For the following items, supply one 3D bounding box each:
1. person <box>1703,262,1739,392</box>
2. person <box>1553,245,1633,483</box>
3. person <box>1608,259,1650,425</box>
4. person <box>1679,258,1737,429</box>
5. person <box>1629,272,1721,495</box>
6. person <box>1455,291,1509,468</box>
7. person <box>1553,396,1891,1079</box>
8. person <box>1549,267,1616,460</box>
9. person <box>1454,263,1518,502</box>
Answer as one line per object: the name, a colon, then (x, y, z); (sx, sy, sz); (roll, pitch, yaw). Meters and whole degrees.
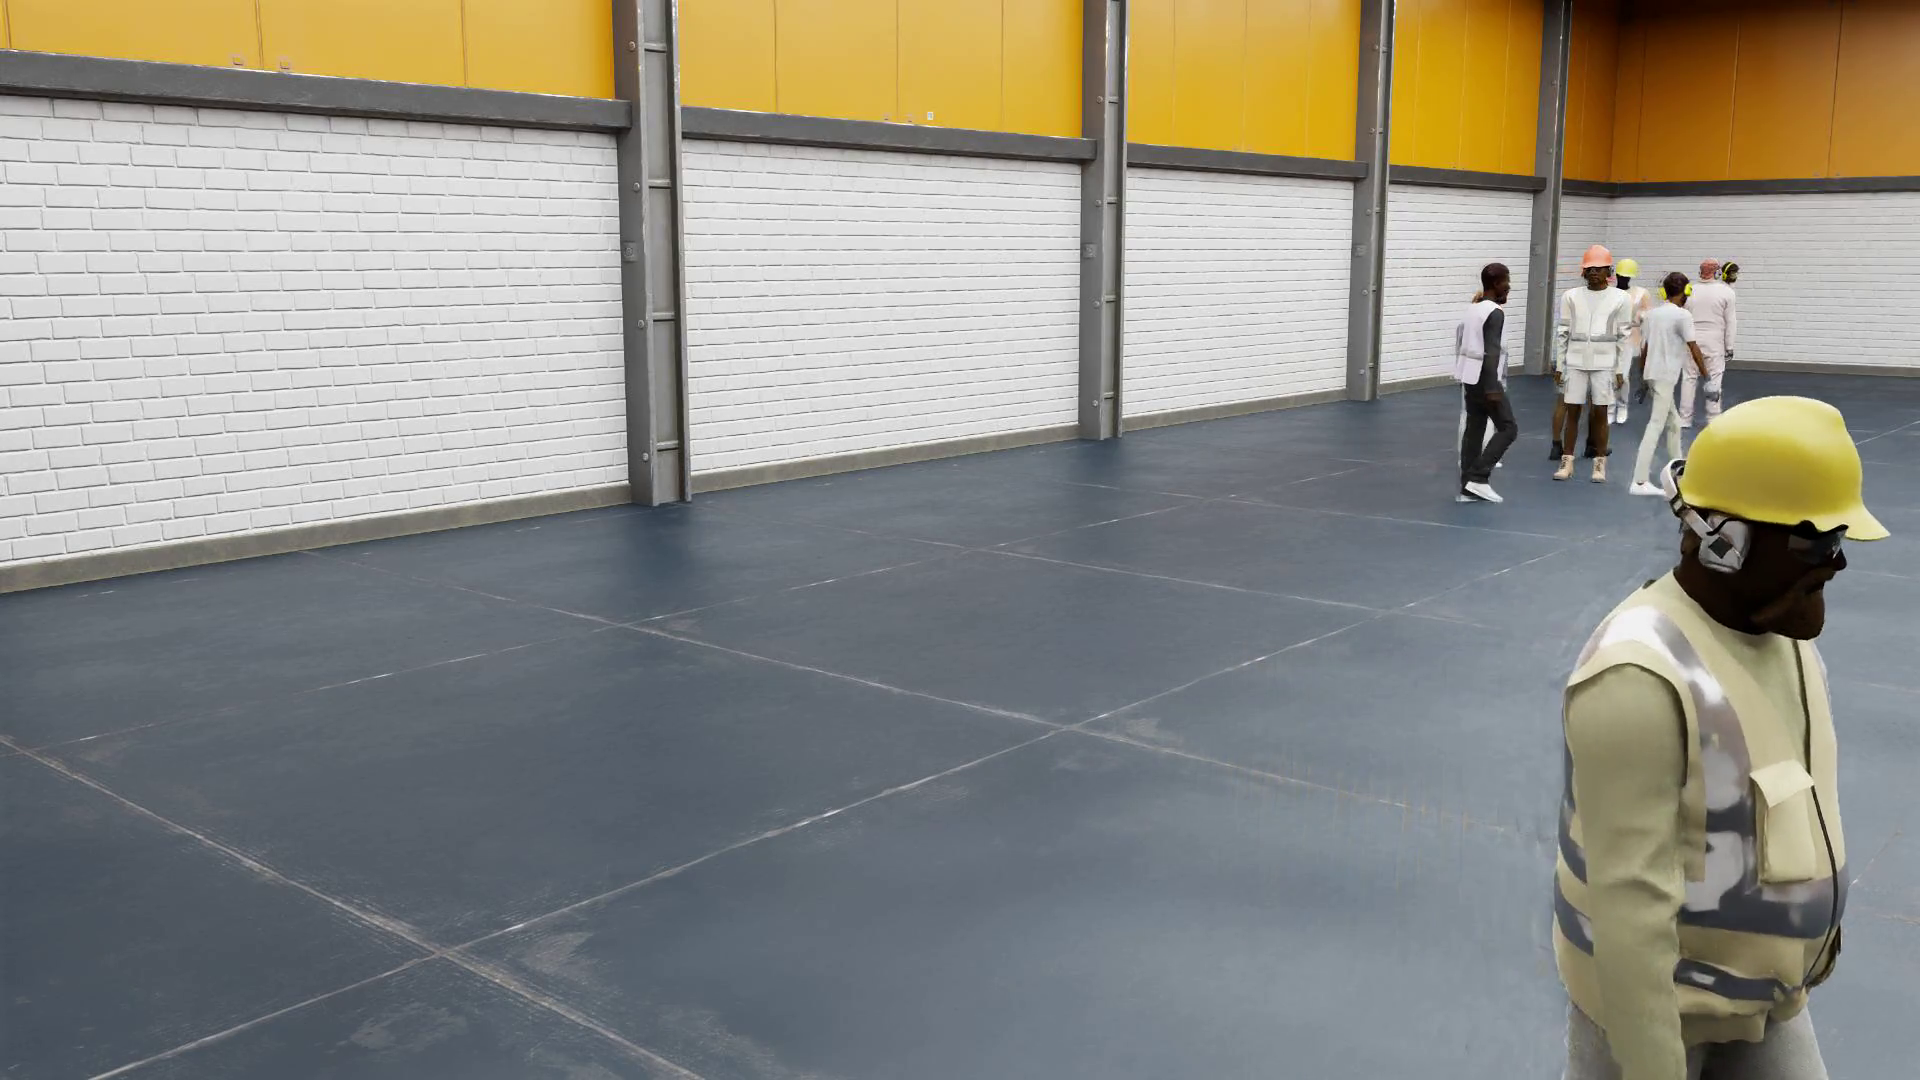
person: (10.719, -2.994, 23.488); (0.343, 1.821, 0.660); (2, 10, 10)
person: (5.459, -1.513, 14.389); (0.606, 2.044, 0.373); (6, 12, 30)
person: (7.511, -2.251, 18.996); (0.632, 1.898, 0.422); (7, 12, 37)
person: (8.325, -2.179, 18.569); (0.643, 1.909, 0.410); (8, 13, 39)
person: (5.913, -1.273, 13.659); (0.840, 1.822, 0.654); (-1, 10, -5)
person: (4.809, -1.479, 15.350); (0.499, 1.636, 0.286); (8, 13, 39)
person: (1.183, 0.689, 2.510); (0.633, 1.804, 0.665); (-8, 13, -40)
person: (6.012, -1.714, 15.935); (0.849, 1.890, 0.695); (-5, 11, -27)
person: (4.191, -1.234, 13.192); (0.493, 1.903, 0.631); (0, 10, -2)
